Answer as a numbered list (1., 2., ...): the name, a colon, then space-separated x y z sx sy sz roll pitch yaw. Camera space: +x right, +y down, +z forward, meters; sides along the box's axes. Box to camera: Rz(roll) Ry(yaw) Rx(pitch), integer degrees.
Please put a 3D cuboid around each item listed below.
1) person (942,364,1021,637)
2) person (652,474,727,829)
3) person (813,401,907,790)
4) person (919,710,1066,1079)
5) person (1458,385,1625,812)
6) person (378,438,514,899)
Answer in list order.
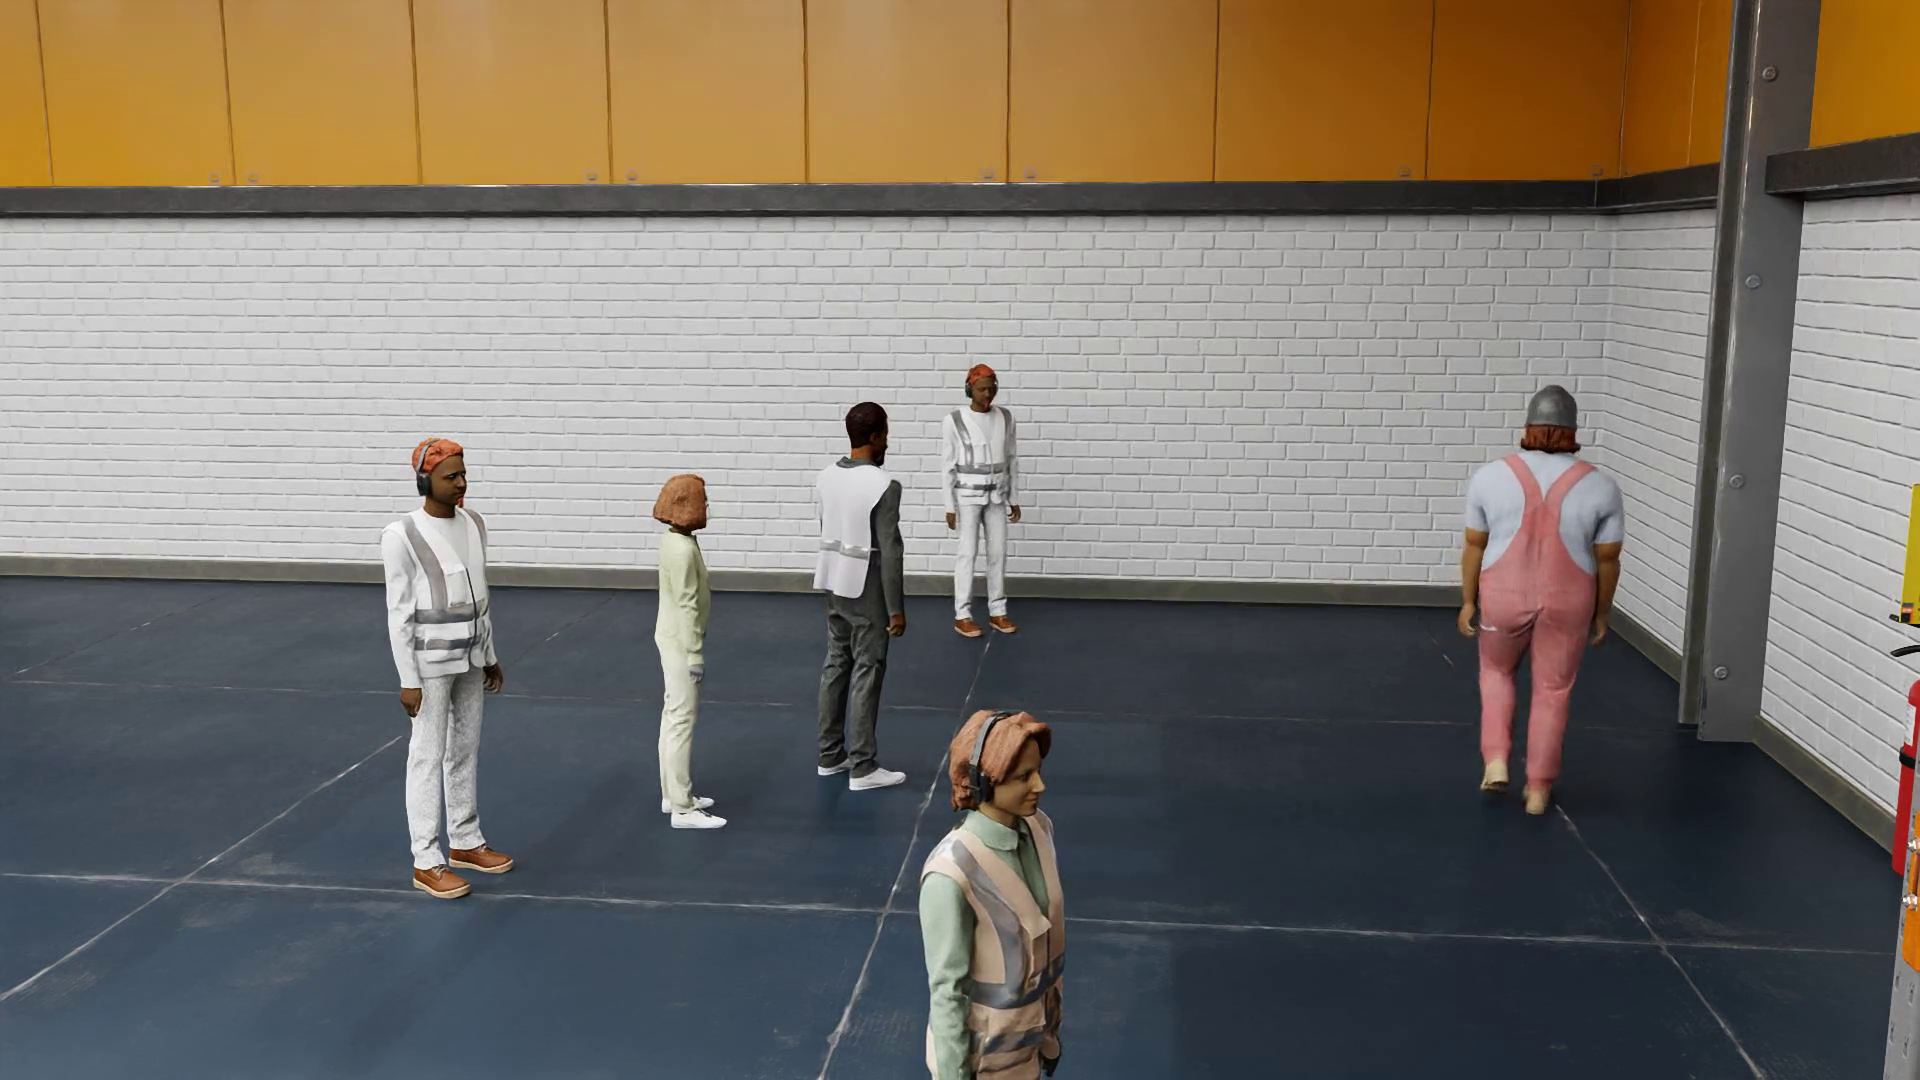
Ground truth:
1. person: 0.143 -0.271 11.444 0.588 1.874 0.348 -5 11 -28
2. person: -1.264 0.505 7.681 0.282 1.634 0.498 -3 10 -16
3. person: -0.509 0.272 8.248 0.398 1.909 0.588 -8 13 -39
4. person: 0.078 1.183 3.789 0.307 1.640 0.521 5 11 26
5. person: 2.738 0.271 7.863 0.715 2.000 0.536 4 11 20
6. person: -2.121 0.518 6.903 0.356 1.883 0.574 4 11 22
